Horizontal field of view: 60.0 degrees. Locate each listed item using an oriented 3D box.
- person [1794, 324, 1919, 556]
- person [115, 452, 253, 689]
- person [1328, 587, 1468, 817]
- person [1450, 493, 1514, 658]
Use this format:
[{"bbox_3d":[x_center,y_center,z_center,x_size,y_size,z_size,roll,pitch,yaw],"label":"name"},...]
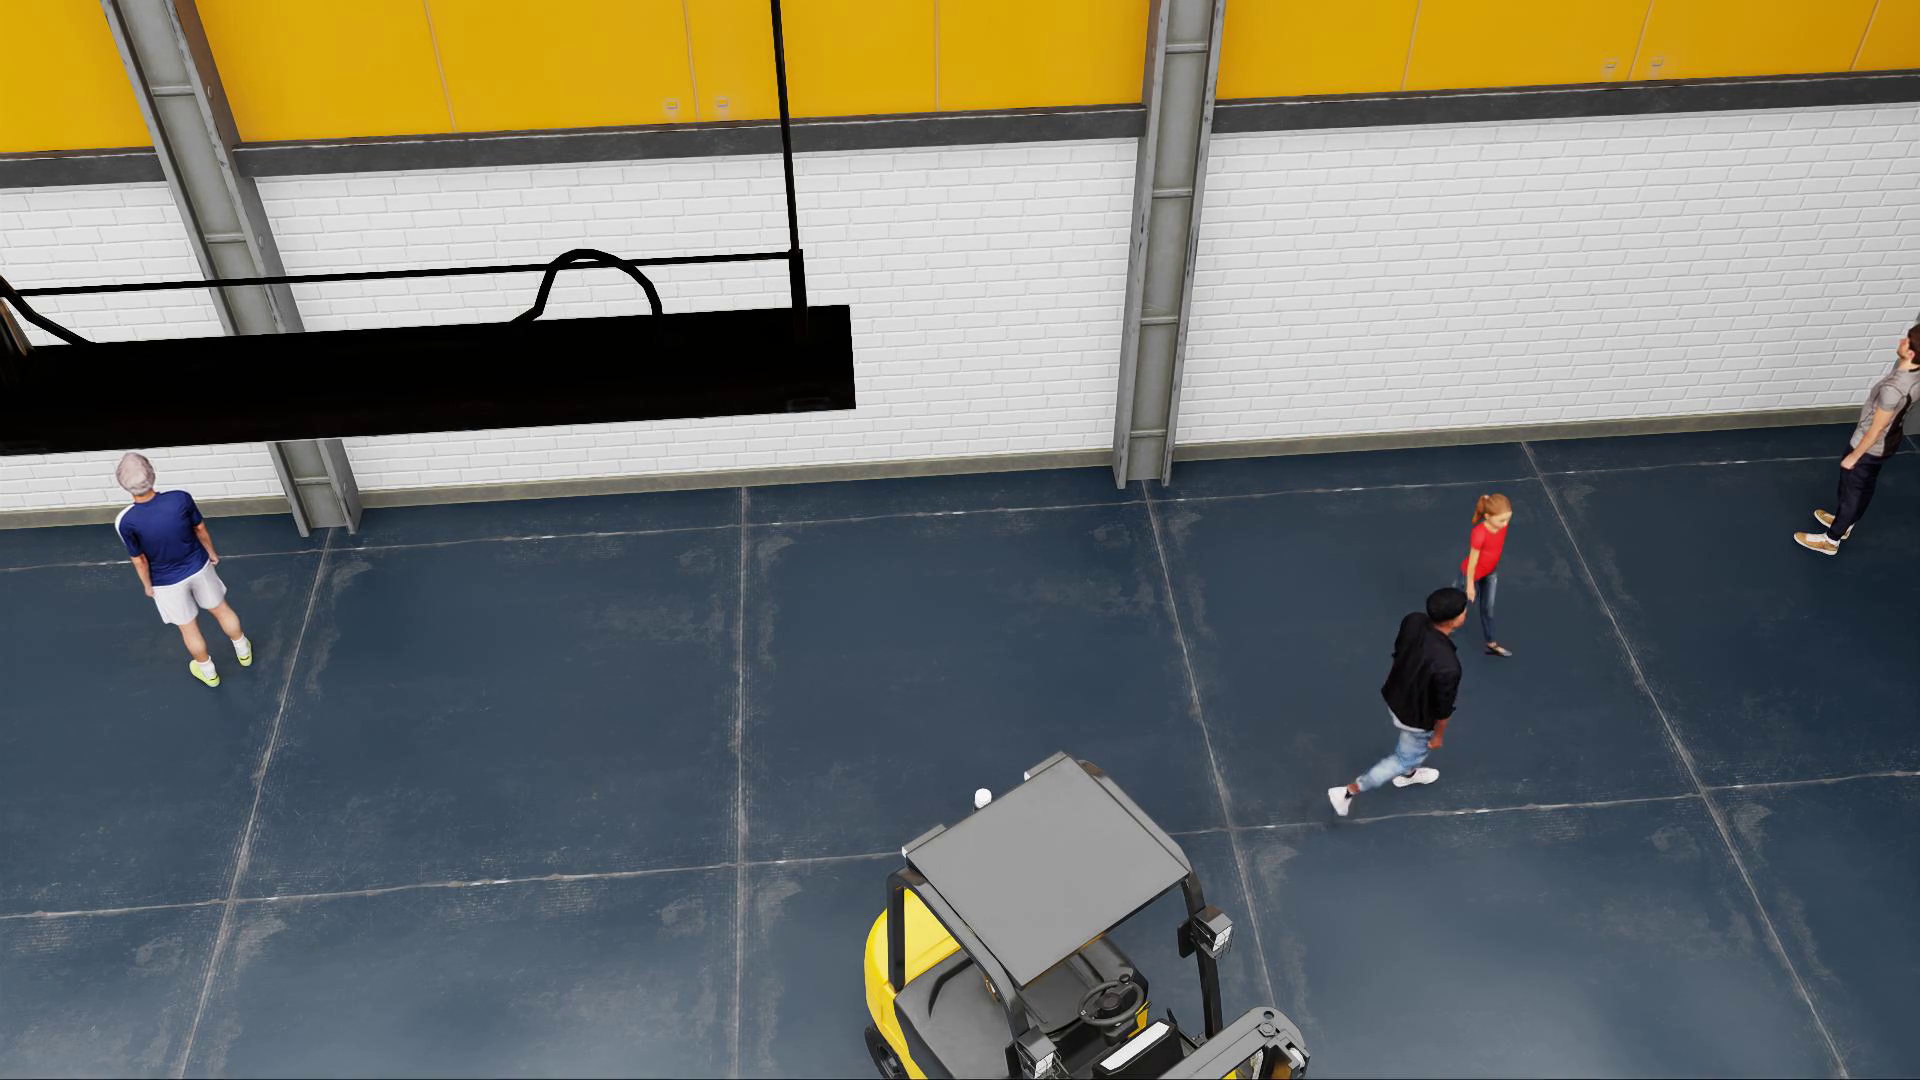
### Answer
[{"bbox_3d":[6.280,-0.683,11.406,0.703,1.896,0.801,-30,51,-28],"label":"person"},{"bbox_3d":[-4.947,0.186,10.537,0.775,1.837,0.698,34,53,30],"label":"person"},{"bbox_3d":[2.593,0.977,9.744,1.126,1.786,0.813,-10,45,-11],"label":"person"},{"bbox_3d":[3.360,0.161,10.964,0.867,1.284,0.804,-23,48,-22],"label":"person"}]
